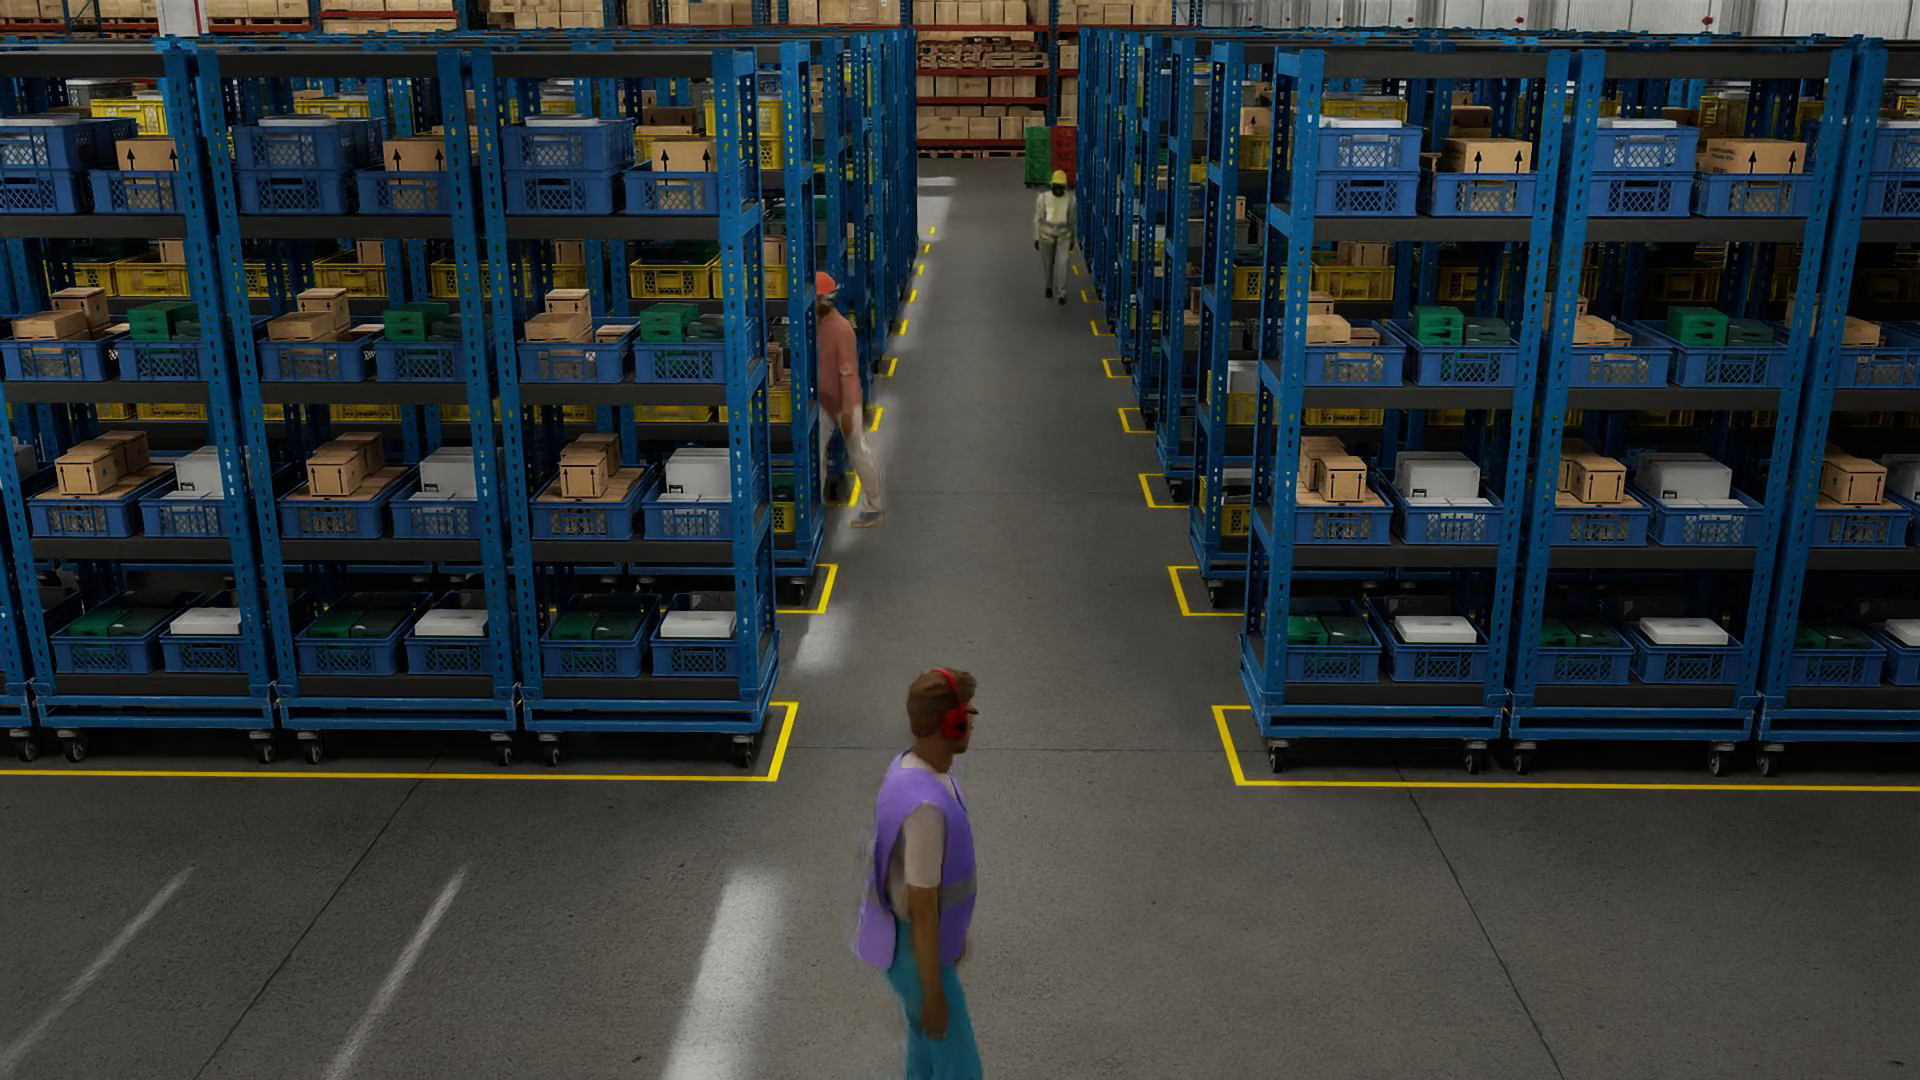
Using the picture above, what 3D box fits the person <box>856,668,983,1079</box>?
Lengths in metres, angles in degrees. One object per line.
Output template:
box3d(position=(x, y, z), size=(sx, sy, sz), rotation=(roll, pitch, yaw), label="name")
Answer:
box3d(position=(-0.116, 1.304, 5.244), size=(0.423, 1.820, 0.627), rotation=(-1, 17, -3), label="person")

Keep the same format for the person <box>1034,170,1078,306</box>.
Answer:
box3d(position=(1.303, -4.132, 22.621), size=(0.581, 1.801, 0.923), rotation=(1, 17, 4), label="person")

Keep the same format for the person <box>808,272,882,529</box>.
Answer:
box3d(position=(-0.980, -1.002, 12.349), size=(0.925, 1.939, 0.758), rotation=(-10, 20, -30), label="person")
